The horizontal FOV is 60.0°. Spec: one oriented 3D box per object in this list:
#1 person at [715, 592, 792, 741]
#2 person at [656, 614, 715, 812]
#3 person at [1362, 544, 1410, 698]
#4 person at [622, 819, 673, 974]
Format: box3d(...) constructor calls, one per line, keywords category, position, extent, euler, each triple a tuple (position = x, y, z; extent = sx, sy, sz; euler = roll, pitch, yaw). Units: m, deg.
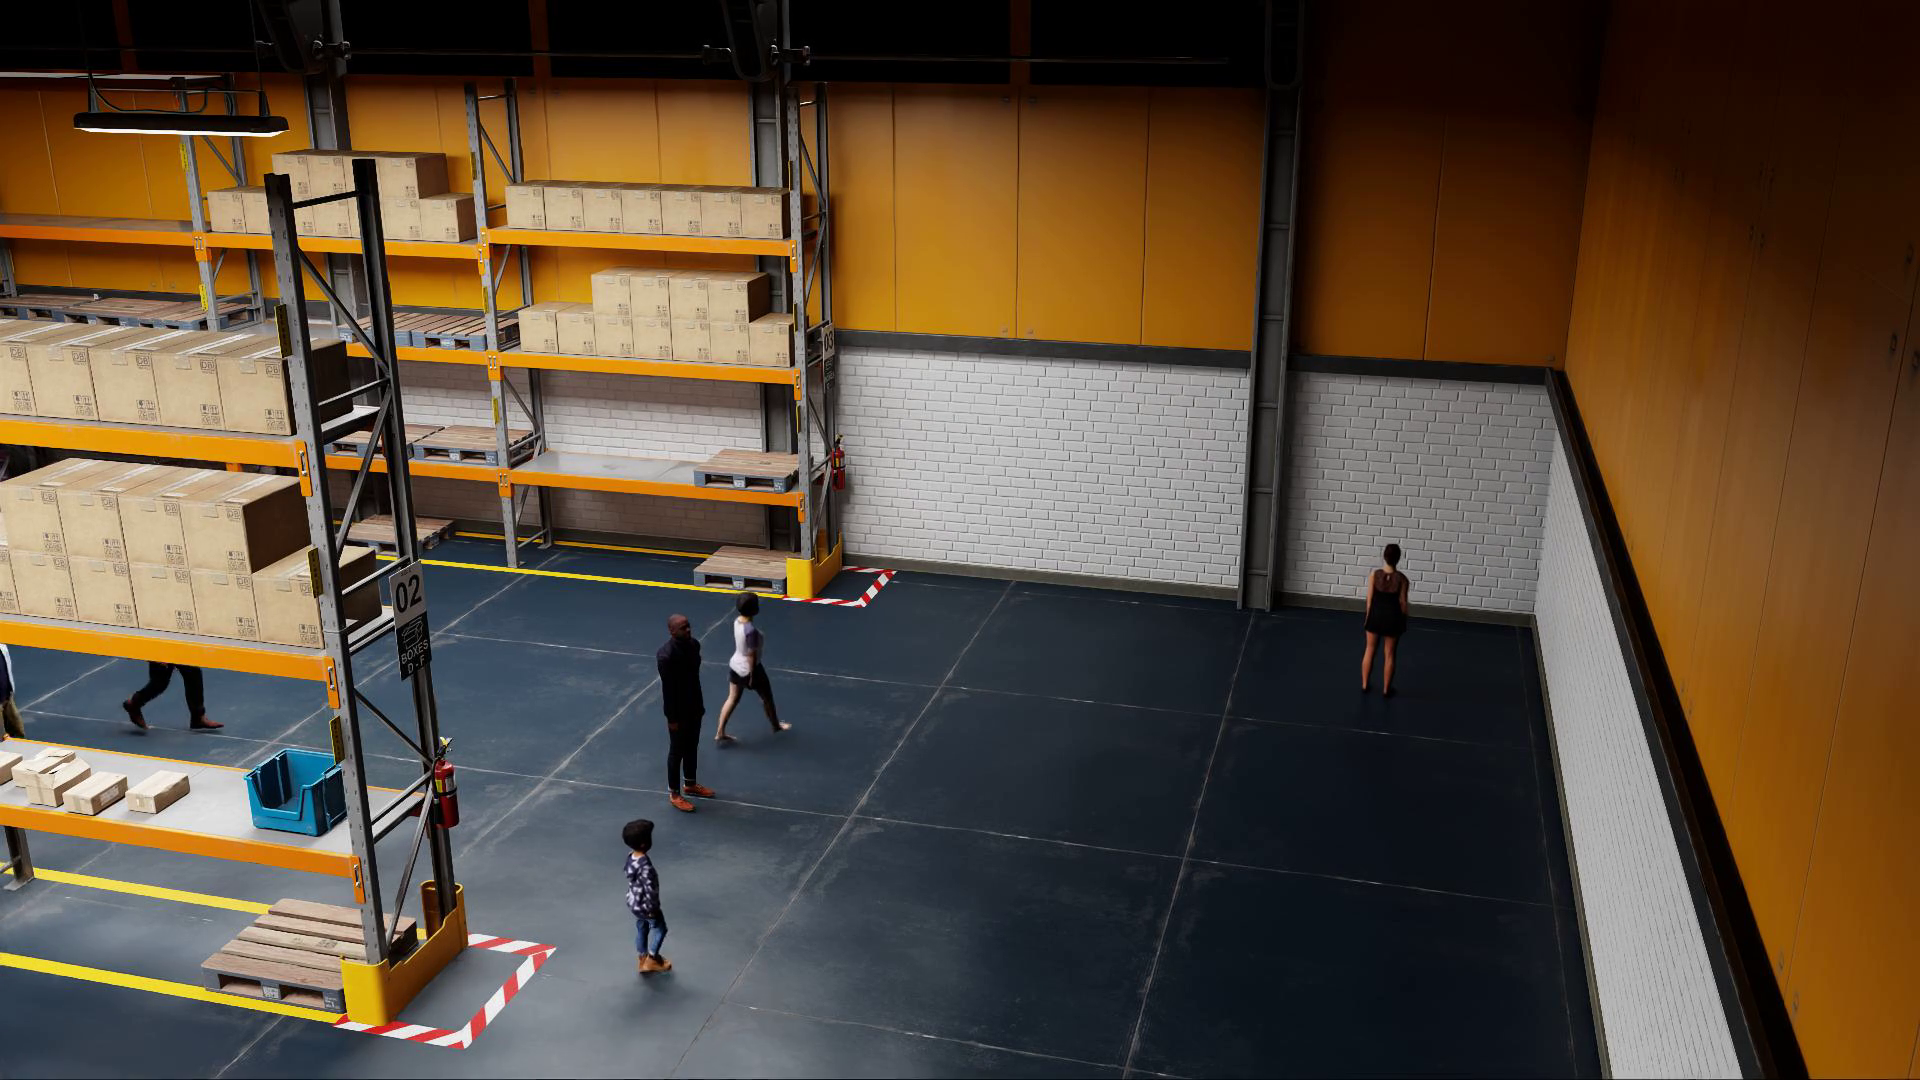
box3d(category="person", position=(-2.133, 1.265, 16.158), extent=(1.033, 1.520, 1.026), euler=(-13, 22, -33))
box3d(category="person", position=(-2.493, 1.513, 14.953), extent=(0.652, 1.819, 0.727), euler=(8, 20, 23))
box3d(category="person", position=(4.397, 0.829, 17.205), extent=(0.572, 1.677, 0.697), euler=(9, 21, 24))
box3d(category="person", position=(-2.391, 2.677, 12.391), extent=(0.659, 1.247, 0.590), euler=(-12, 22, -33))
